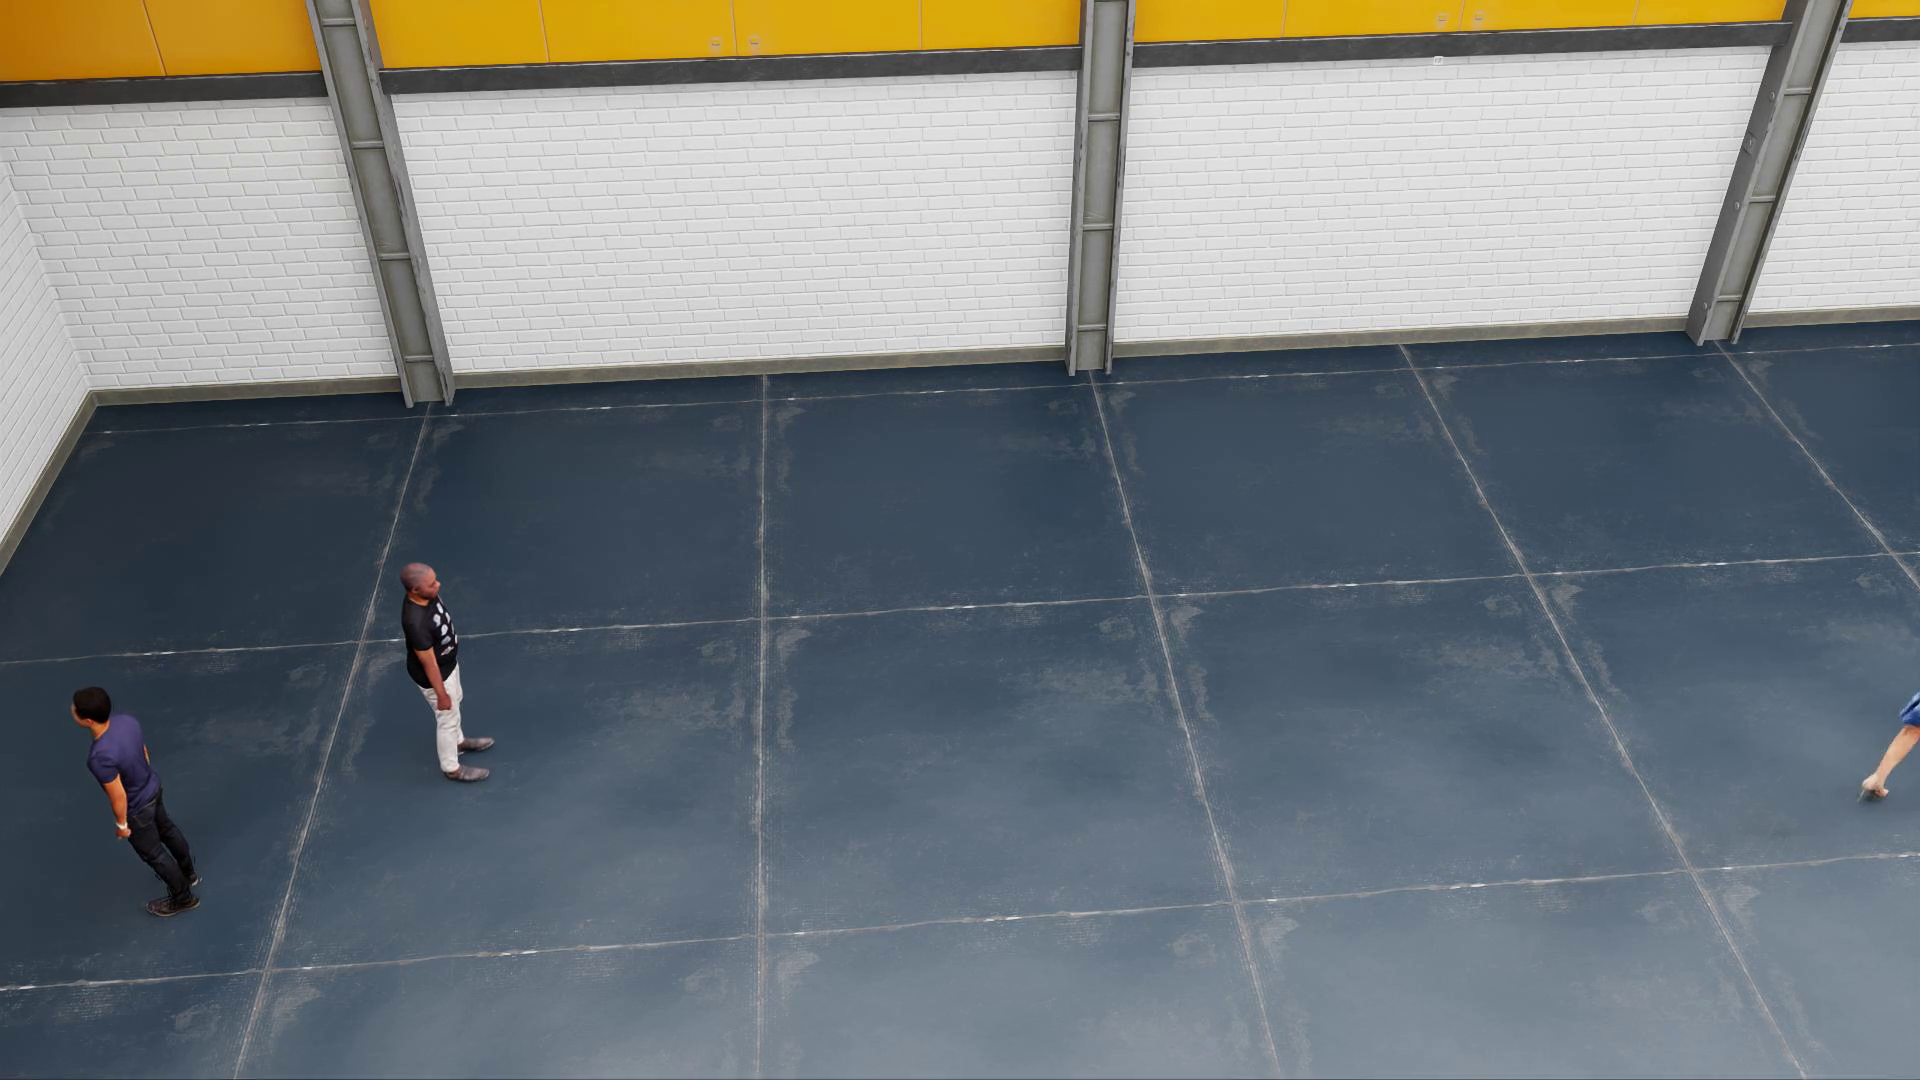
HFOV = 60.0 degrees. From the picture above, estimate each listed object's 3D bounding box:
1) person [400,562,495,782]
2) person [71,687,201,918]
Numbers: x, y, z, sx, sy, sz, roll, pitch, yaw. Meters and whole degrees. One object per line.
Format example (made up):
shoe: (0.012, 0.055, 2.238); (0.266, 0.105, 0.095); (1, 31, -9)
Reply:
person: (-3.447, 0.852, 10.927); (0.635, 1.802, 0.678); (-7, 39, -8)
person: (-4.966, 1.556, 10.051); (0.563, 1.795, 0.652); (-2, 39, -2)
